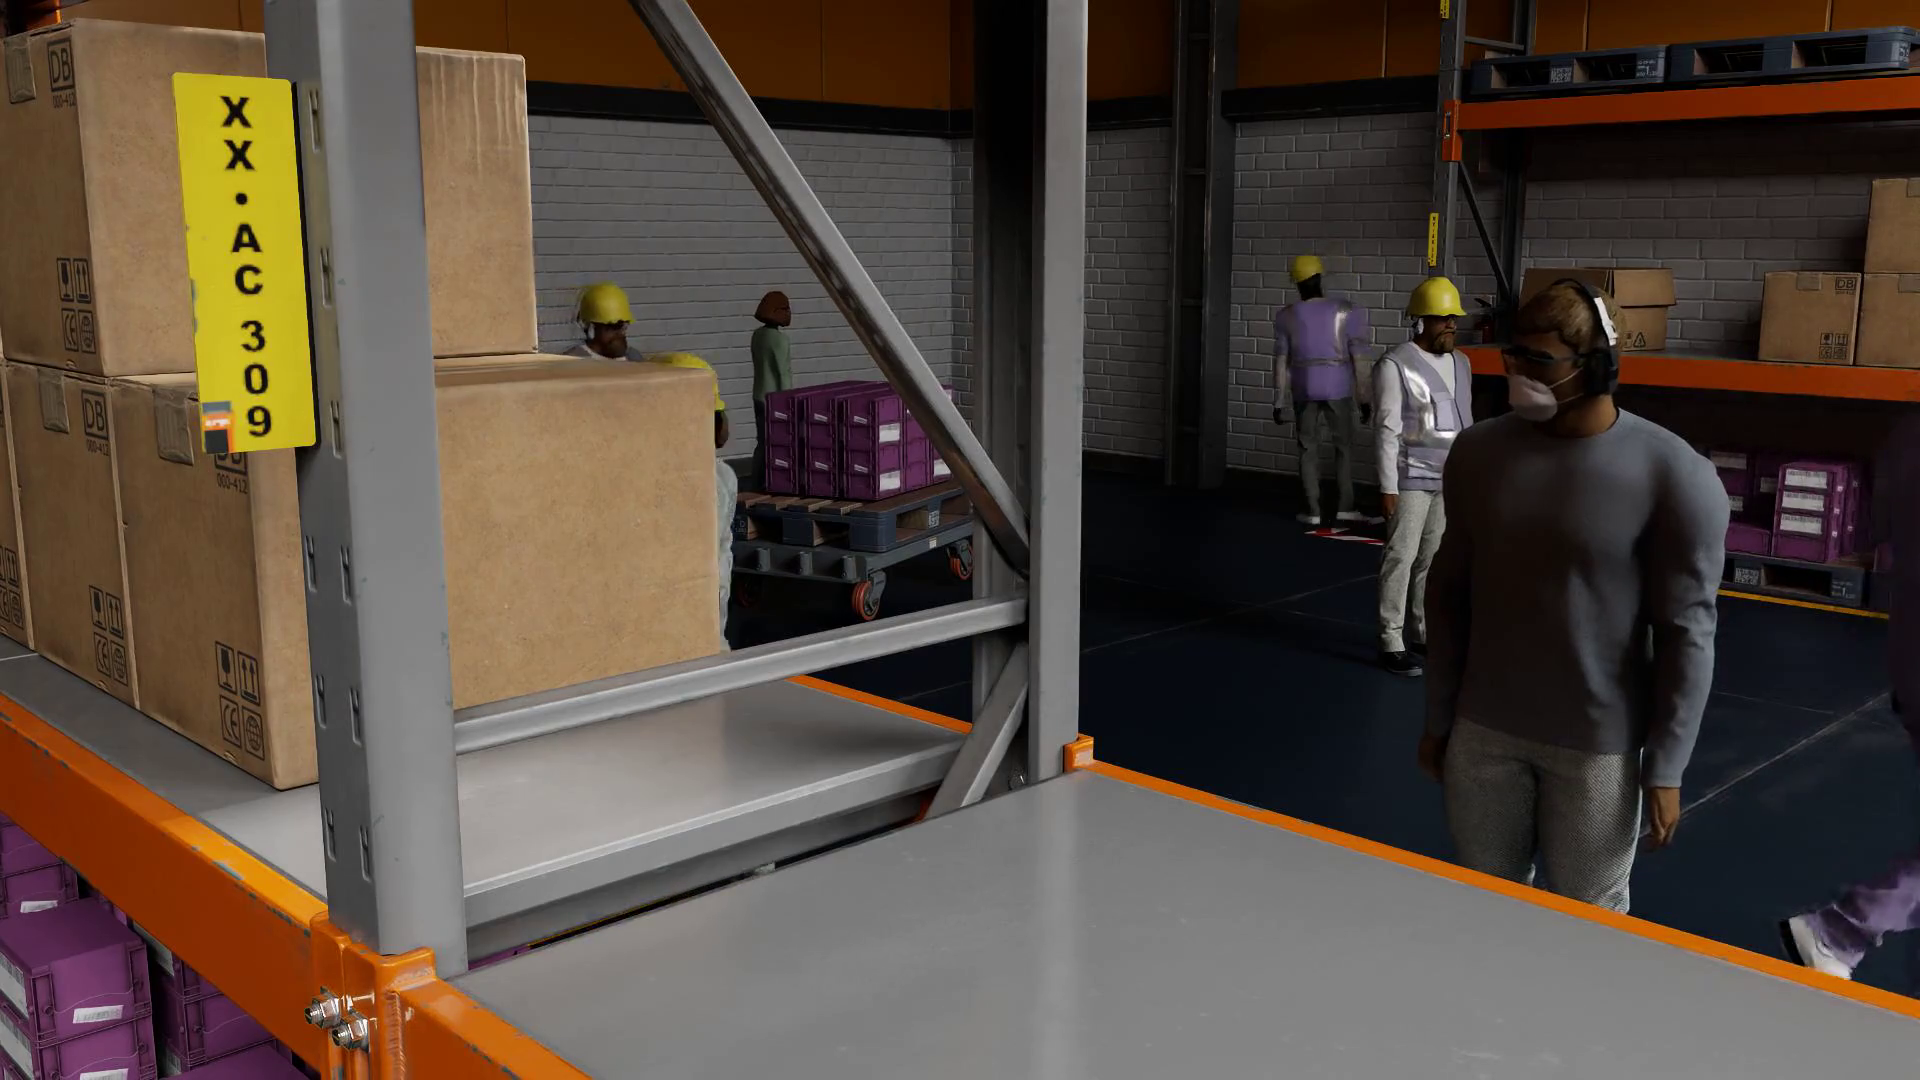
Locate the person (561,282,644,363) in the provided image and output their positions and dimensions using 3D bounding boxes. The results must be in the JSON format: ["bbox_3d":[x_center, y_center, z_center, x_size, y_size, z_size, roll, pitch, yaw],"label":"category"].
[{"bbox_3d":[-1.683,-0.317,7.901,0.477,1.809,0.608,6,12,29],"label":"person"}]

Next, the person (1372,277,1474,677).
[{"bbox_3d":[2.158,-0.292,7.703,0.600,1.831,0.404,-7,13,-35],"label":"person"}]

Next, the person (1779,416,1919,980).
[{"bbox_3d":[2.432,0.342,4.070,0.619,1.892,0.659,2,11,11],"label":"person"}]

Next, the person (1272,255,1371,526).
[{"bbox_3d":[2.523,-1.015,11.558,0.739,1.871,0.406,3,11,14],"label":"person"}]

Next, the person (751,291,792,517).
[{"bbox_3d":[-1.345,-0.975,11.998,0.282,1.626,0.502,-7,12,-32],"label":"person"}]

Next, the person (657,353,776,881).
[{"bbox_3d":[-0.811,0.306,4.820,0.491,1.686,0.944,-10,14,-43],"label":"person"}]

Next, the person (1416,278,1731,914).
[{"bbox_3d":[1.252,0.423,3.530,0.374,1.936,0.627,-9,14,-40],"label":"person"}]
